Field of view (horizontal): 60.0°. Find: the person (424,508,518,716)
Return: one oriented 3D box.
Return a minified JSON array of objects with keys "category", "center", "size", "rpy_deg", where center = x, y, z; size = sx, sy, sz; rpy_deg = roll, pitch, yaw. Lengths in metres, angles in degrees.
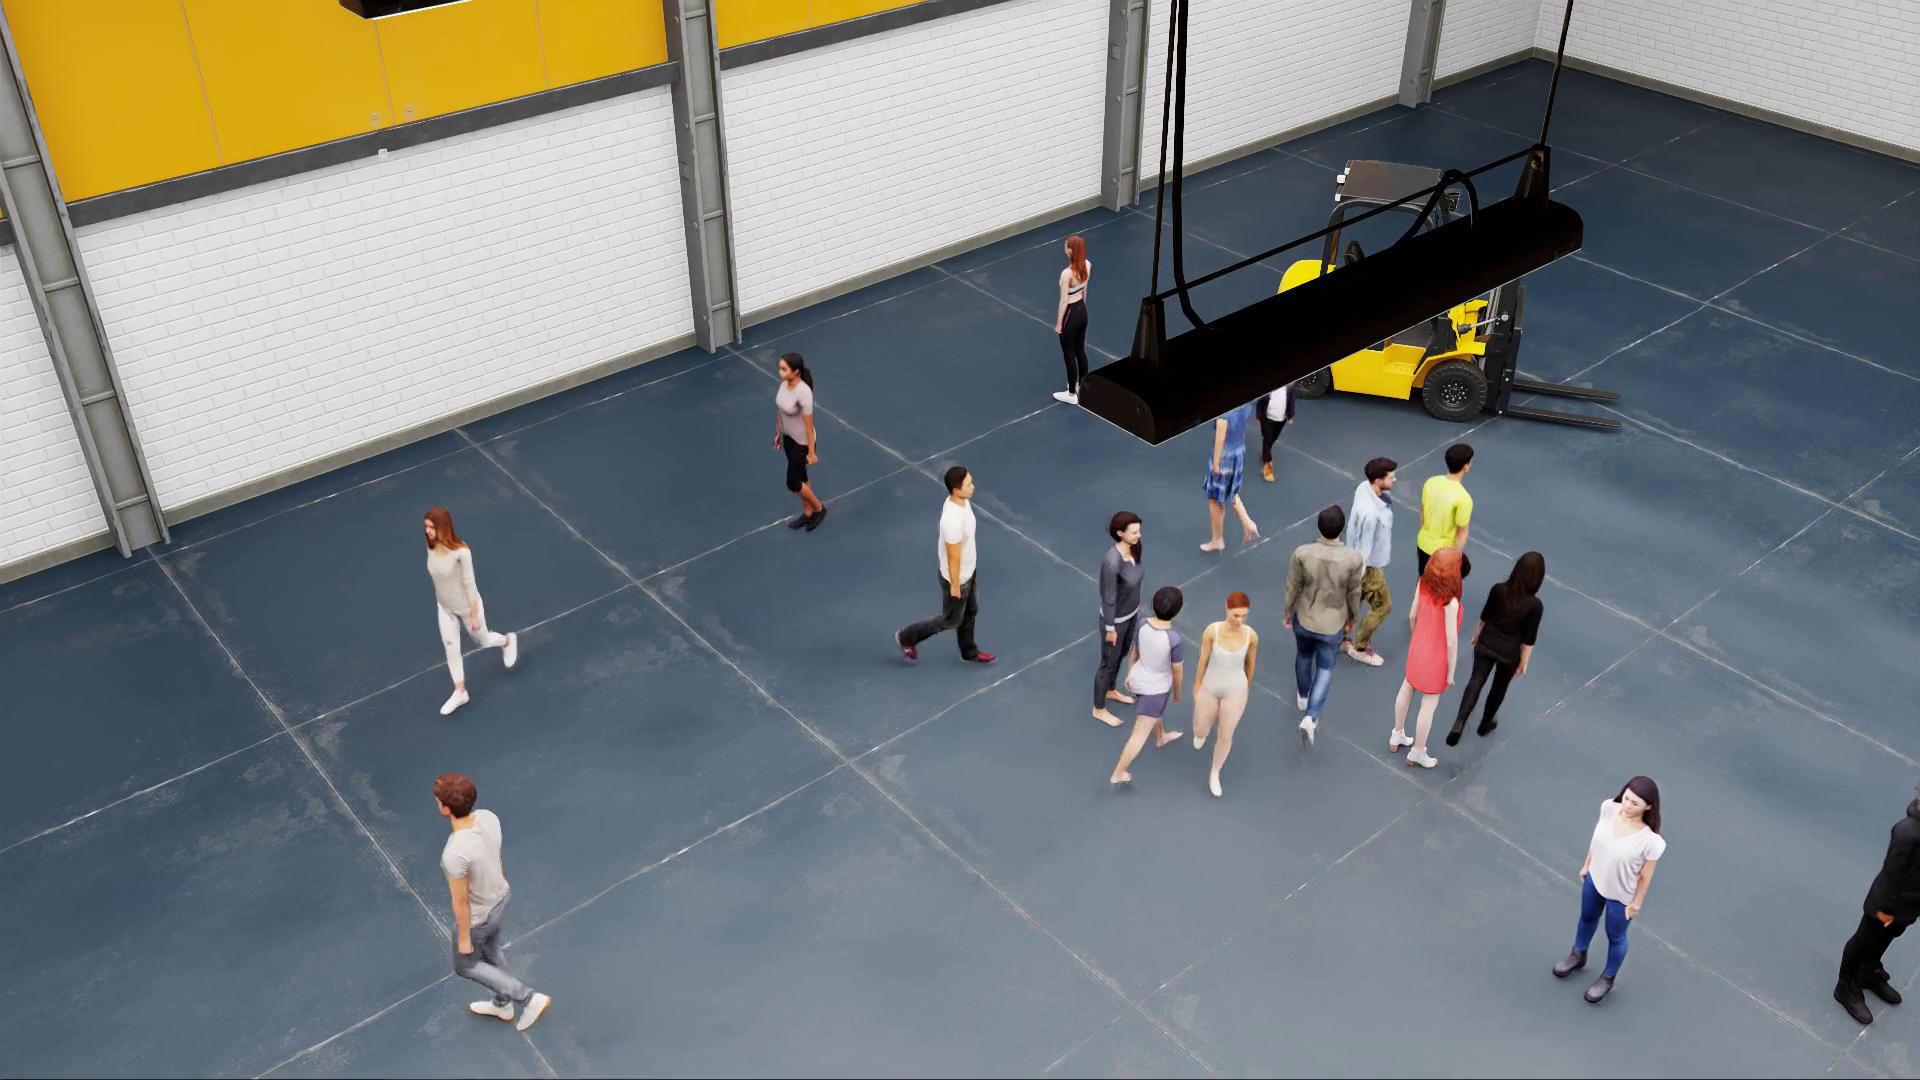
[{"category":"person","center":[-3.674,0.453,12.430],"size":[0.913,1.687,1.148],"rpy_deg":[13,36,19]}]

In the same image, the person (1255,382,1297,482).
[{"category":"person","center":[2.895,-1.213,15.366],"size":[0.768,1.210,0.768],"rpy_deg":[-5,34,-8]}]

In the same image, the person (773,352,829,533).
[{"category":"person","center":[-1.320,-0.870,14.375],"size":[0.667,1.736,0.666],"rpy_deg":[-18,38,-25]}]

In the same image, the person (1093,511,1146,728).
[{"category":"person","center":[1.158,0.542,12.221],"size":[0.744,1.769,0.601],"rpy_deg":[14,36,20]}]

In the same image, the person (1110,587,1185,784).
[{"category":"person","center":[1.308,1.051,11.681],"size":[1.018,1.521,0.587],"rpy_deg":[-26,41,-33]}]

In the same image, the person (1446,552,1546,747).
[{"category":"person","center":[3.838,0.831,11.922],"size":[0.732,1.618,0.967],"rpy_deg":[20,38,27]}]

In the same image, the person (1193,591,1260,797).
[{"category":"person","center":[1.833,1.003,11.657],"size":[0.834,1.626,0.897],"rpy_deg":[3,34,4]}]

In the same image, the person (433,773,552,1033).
[{"category":"person","center":[-2.708,2.162,9.691],"size":[0.979,1.872,0.925],"rpy_deg":[5,34,7]}]

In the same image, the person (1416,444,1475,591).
[{"category":"person","center":[3.721,0.043,13.037],"size":[0.662,1.698,0.645],"rpy_deg":[-22,40,-30]}]

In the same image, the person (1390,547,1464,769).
[{"category":"person","center":[3.306,0.824,11.744],"size":[0.591,1.828,0.637],"rpy_deg":[-14,36,-20]}]

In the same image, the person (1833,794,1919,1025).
[{"category":"person","center":[5.598,2.085,9.894],"size":[0.603,1.775,0.732],"rpy_deg":[-16,37,-23]}]

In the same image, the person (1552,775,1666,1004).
[{"category":"person","center":[3.931,2.072,9.997],"size":[0.593,1.683,0.634],"rpy_deg":[-16,37,-23]}]

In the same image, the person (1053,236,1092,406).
[{"category":"person","center":[1.115,-2.168,16.324],"size":[0.676,1.742,0.493],"rpy_deg":[25,41,33]}]

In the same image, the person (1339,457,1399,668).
[{"category":"person","center":[3.032,0.146,12.791],"size":[0.883,1.797,0.818],"rpy_deg":[4,34,6]}]

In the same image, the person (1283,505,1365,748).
[{"category":"person","center":[2.589,0.641,12.009],"size":[1.038,1.839,1.196],"rpy_deg":[9,35,14]}]

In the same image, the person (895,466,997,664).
[{"category":"person","center":[-0.113,0.228,12.681],"size":[1.101,1.783,1.054],"rpy_deg":[4,34,6]}]

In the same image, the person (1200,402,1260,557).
[{"category":"person","center":[2.312,-0.612,13.935],"size":[0.824,1.794,0.808],"rpy_deg":[23,40,30]}]
